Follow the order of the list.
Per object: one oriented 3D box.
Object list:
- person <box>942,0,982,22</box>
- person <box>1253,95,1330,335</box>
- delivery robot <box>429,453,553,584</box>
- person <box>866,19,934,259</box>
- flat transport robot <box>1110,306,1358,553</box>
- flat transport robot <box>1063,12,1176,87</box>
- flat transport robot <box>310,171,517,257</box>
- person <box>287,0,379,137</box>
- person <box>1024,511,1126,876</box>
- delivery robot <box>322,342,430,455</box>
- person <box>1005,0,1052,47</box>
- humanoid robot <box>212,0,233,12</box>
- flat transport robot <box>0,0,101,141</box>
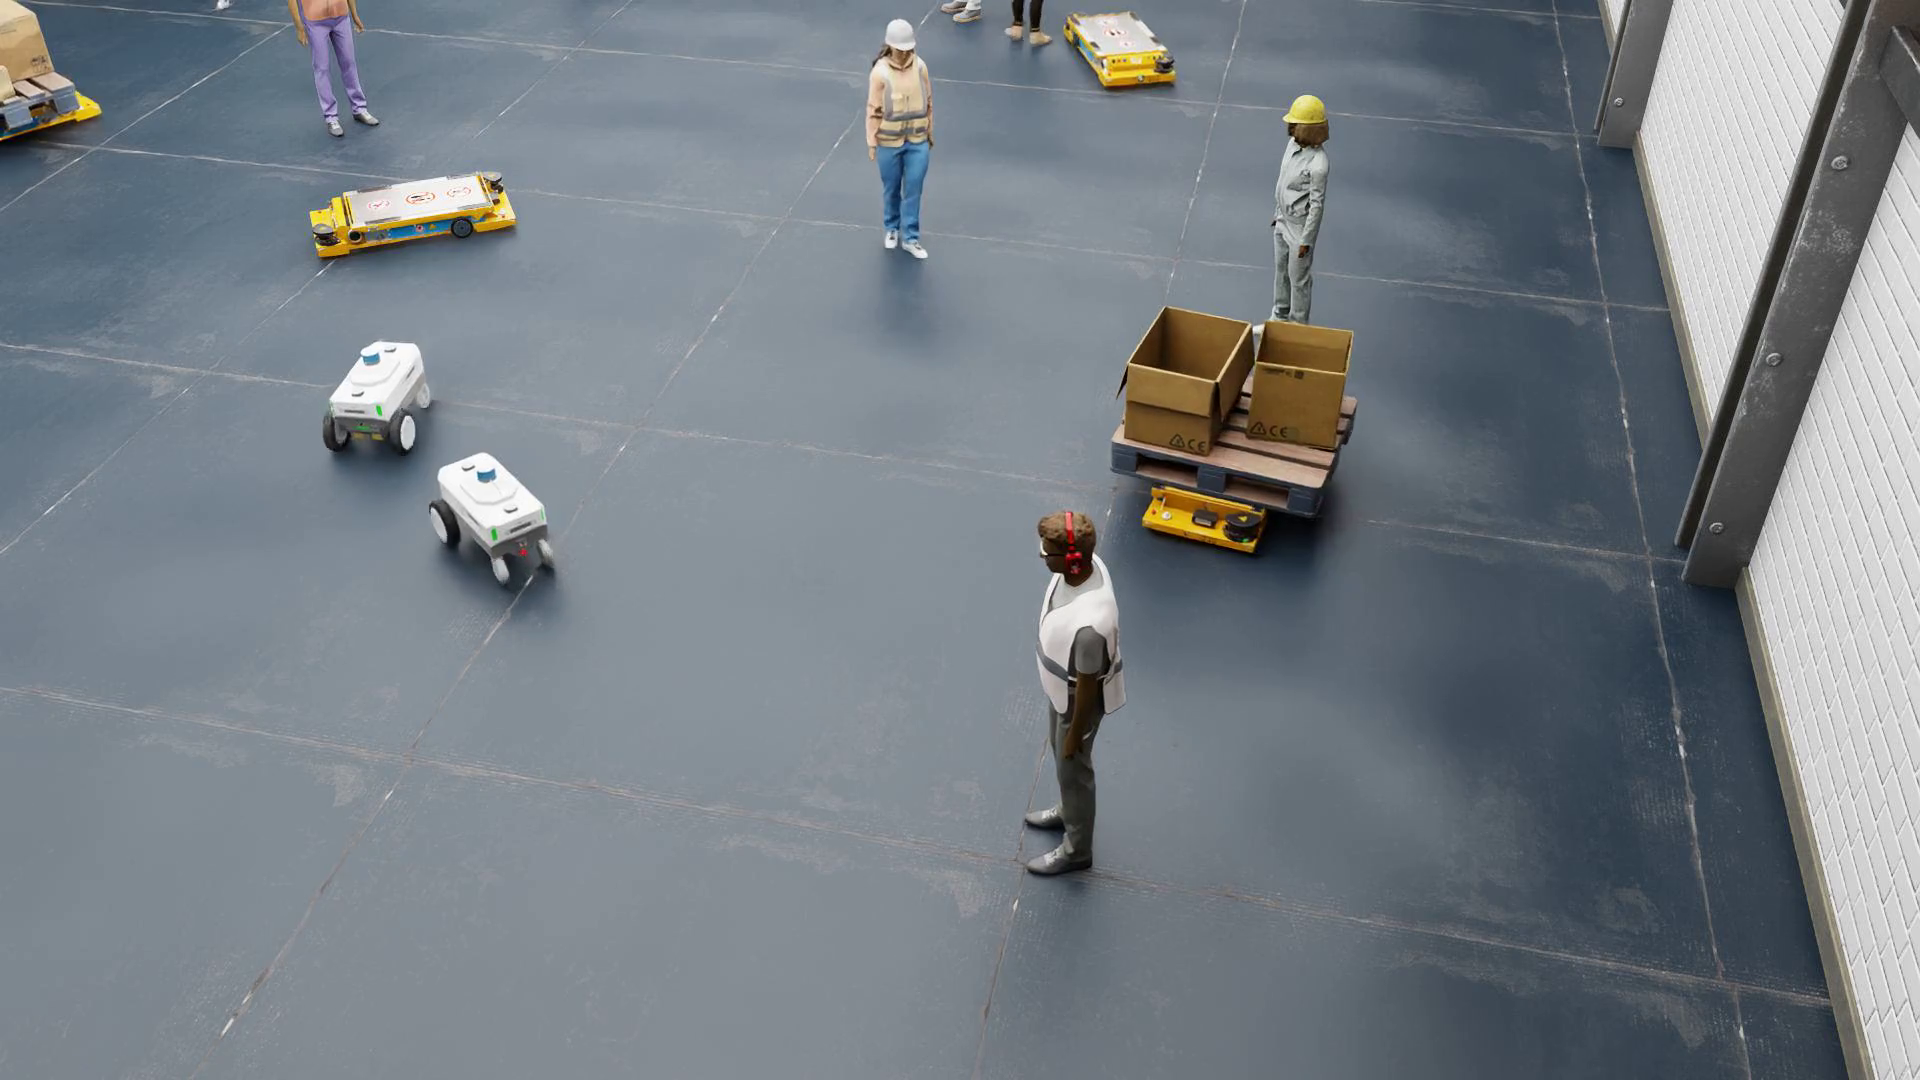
[{"bbox_3d":[0.039,-5.886,15.746,0.339,1.882,0.582,-13,39,-16],"label":"person"},{"bbox_3d":[2.139,-2.013,10.680,0.295,1.743,0.489,-10,38,-12],"label":"person"},{"bbox_3d":[-2.599,-0.169,9.222,0.499,0.614,0.790,-26,44,-30],"label":"delivery robot"},{"bbox_3d":[-0.419,-2.847,11.818,0.520,1.719,0.479,-14,39,-18],"label":"person"},{"bbox_3d":[1.603,-0.448,9.819,0.659,0.231,1.431,14,39,18],"label":"flat transport robot"},{"bbox_3d":[1.451,-4.527,15.277,0.659,0.231,1.431,-8,37,-10],"label":"flat transport robot"},{"bbox_3d":[-4.120,-2.455,12.504,1.431,0.231,0.659,-13,39,-17],"label":"flat transport robot"},{"bbox_3d":[-5.185,-4.260,13.602,0.563,1.845,0.390,-30,46,-34],"label":"person"},{"bbox_3d":[0.491,0.646,7.049,0.399,1.833,0.571,-3,37,-4],"label":"person"},{"bbox_3d":[-3.554,-0.878,10.168,0.499,0.611,0.809,4,37,5],"label":"delivery robot"},{"bbox_3d":[0.630,-5.405,15.278,0.587,1.676,0.365,9,38,11],"label":"person"},{"bbox_3d":[-7.141,-6.123,16.234,0.543,1.778,1.030,12,38,15],"label":"humanoid robot"},{"bbox_3d":[-8.068,-3.531,13.944,0.659,0.231,1.431,29,45,33],"label":"flat transport robot"}]
